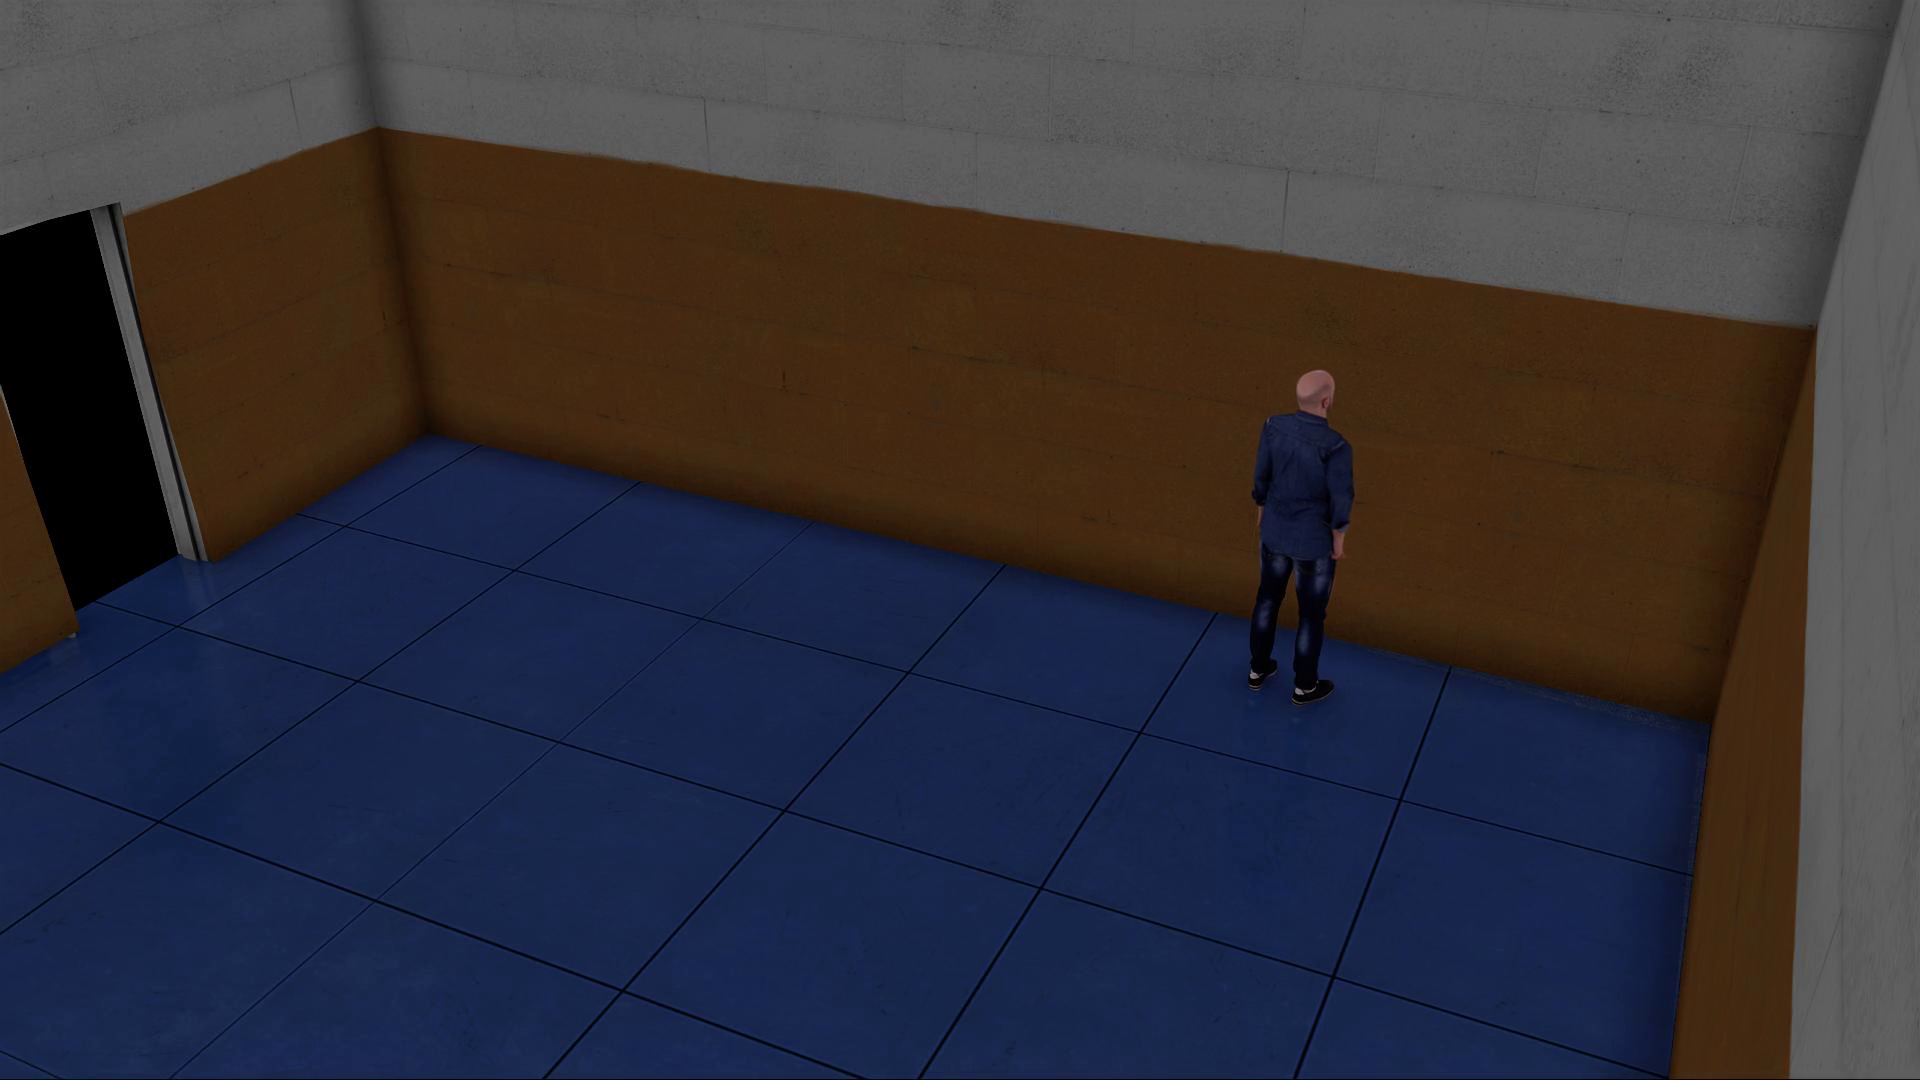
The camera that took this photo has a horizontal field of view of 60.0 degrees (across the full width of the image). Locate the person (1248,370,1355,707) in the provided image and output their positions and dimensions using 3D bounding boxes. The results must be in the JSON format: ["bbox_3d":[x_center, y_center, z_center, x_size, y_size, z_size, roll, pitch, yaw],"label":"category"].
[{"bbox_3d":[1.737,-0.013,8.501,0.640,1.824,0.837,23,36,36],"label":"person"}]
